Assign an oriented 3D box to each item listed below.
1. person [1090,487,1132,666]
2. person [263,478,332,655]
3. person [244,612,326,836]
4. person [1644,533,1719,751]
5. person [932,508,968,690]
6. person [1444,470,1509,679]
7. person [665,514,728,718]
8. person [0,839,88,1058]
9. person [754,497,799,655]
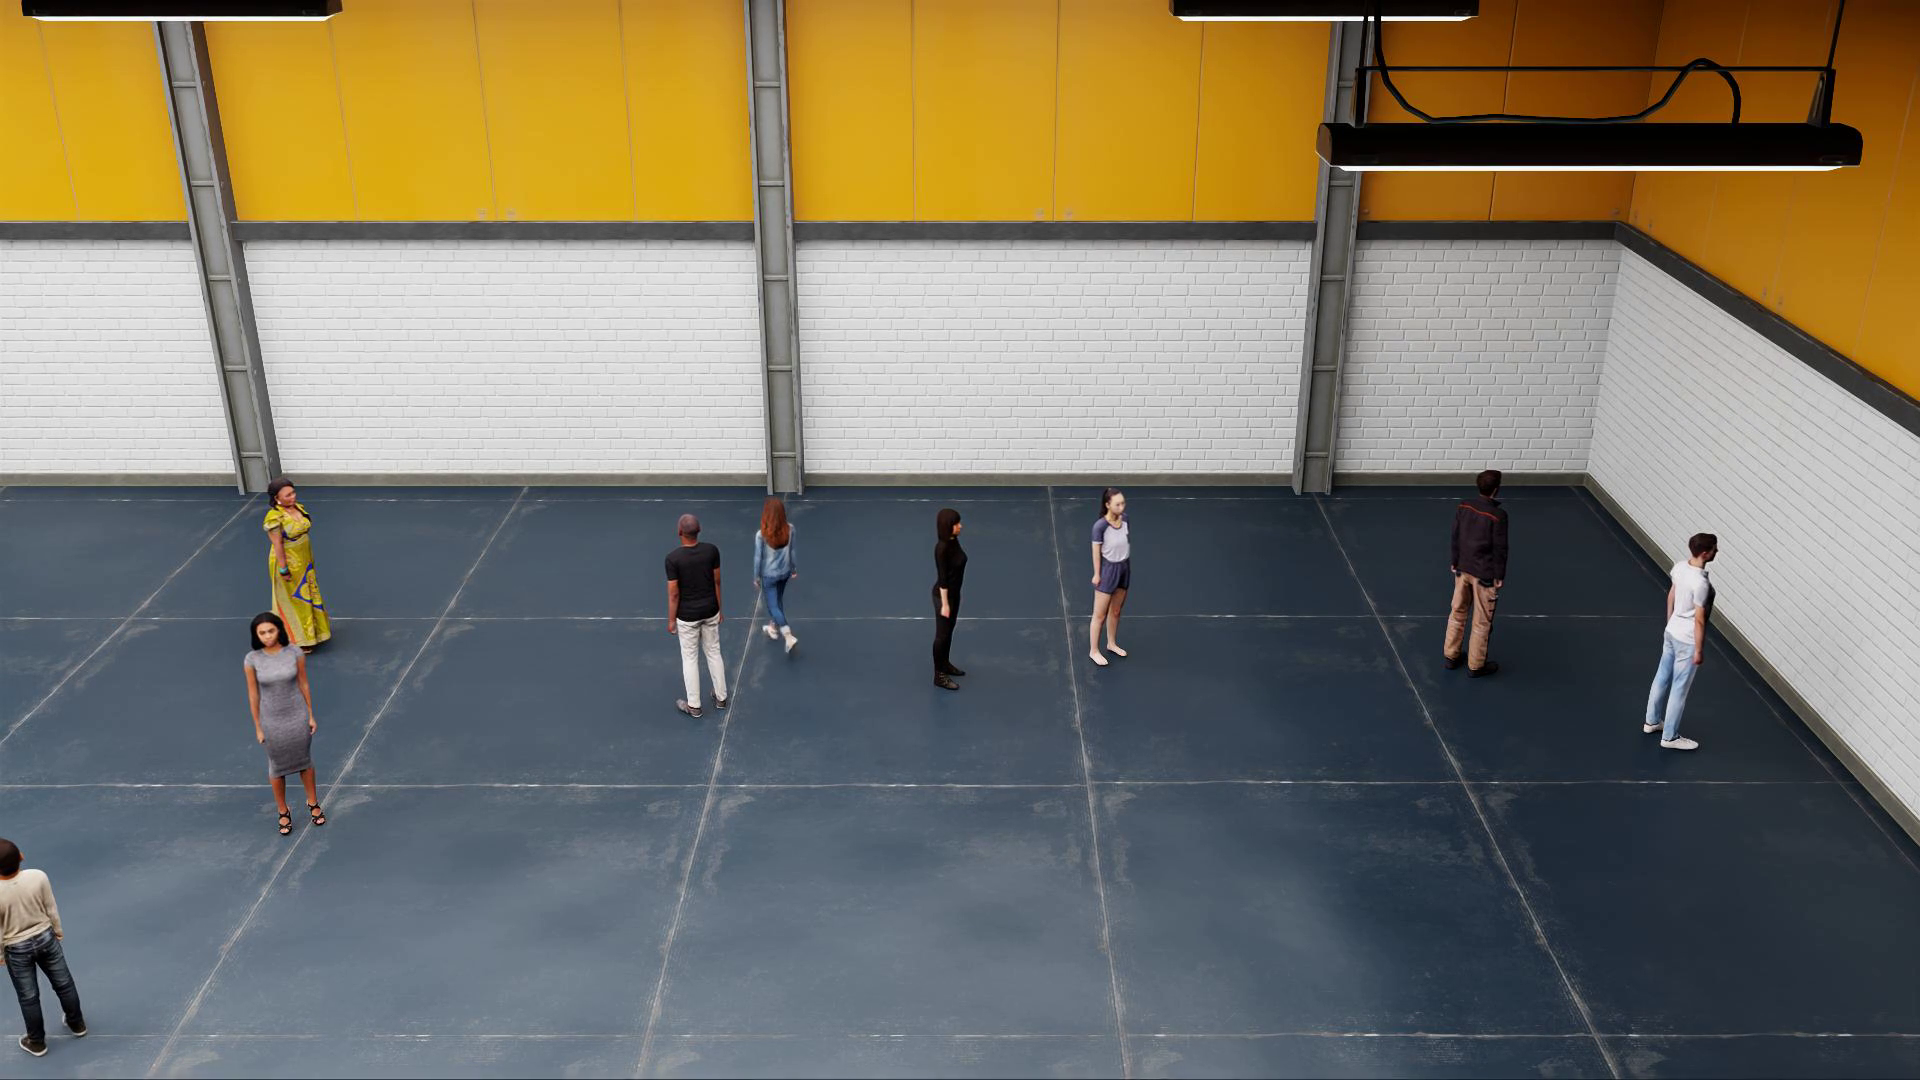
[{"bbox_3d":[1.351,0.307,14.930,0.656,1.650,0.727,-20,30,-38],"label":"person"},{"bbox_3d":[-6.073,0.207,15.145,0.799,1.660,0.877,3,24,6],"label":"person"},{"bbox_3d":[-5.031,1.352,12.376,0.611,1.781,0.720,-13,27,-27],"label":"person"},{"bbox_3d":[5.895,0.799,13.554,0.561,1.851,0.664,-2,24,-5],"label":"person"},{"bbox_3d":[-0.120,0.485,14.531,0.585,1.642,0.631,6,24,14],"label":"person"},{"bbox_3d":[4.556,0.281,14.645,0.834,1.925,0.790,-19,30,-37],"label":"person"},{"bbox_3d":[-2.220,0.626,14.007,0.715,1.804,0.814,-15,28,-31],"label":"person"},{"bbox_3d":[-5.697,2.481,10.194,0.664,1.459,0.609,20,31,39],"label":"person"},{"bbox_3d":[-1.648,0.331,15.116,0.968,1.456,0.951,-16,28,-31],"label":"person"}]
